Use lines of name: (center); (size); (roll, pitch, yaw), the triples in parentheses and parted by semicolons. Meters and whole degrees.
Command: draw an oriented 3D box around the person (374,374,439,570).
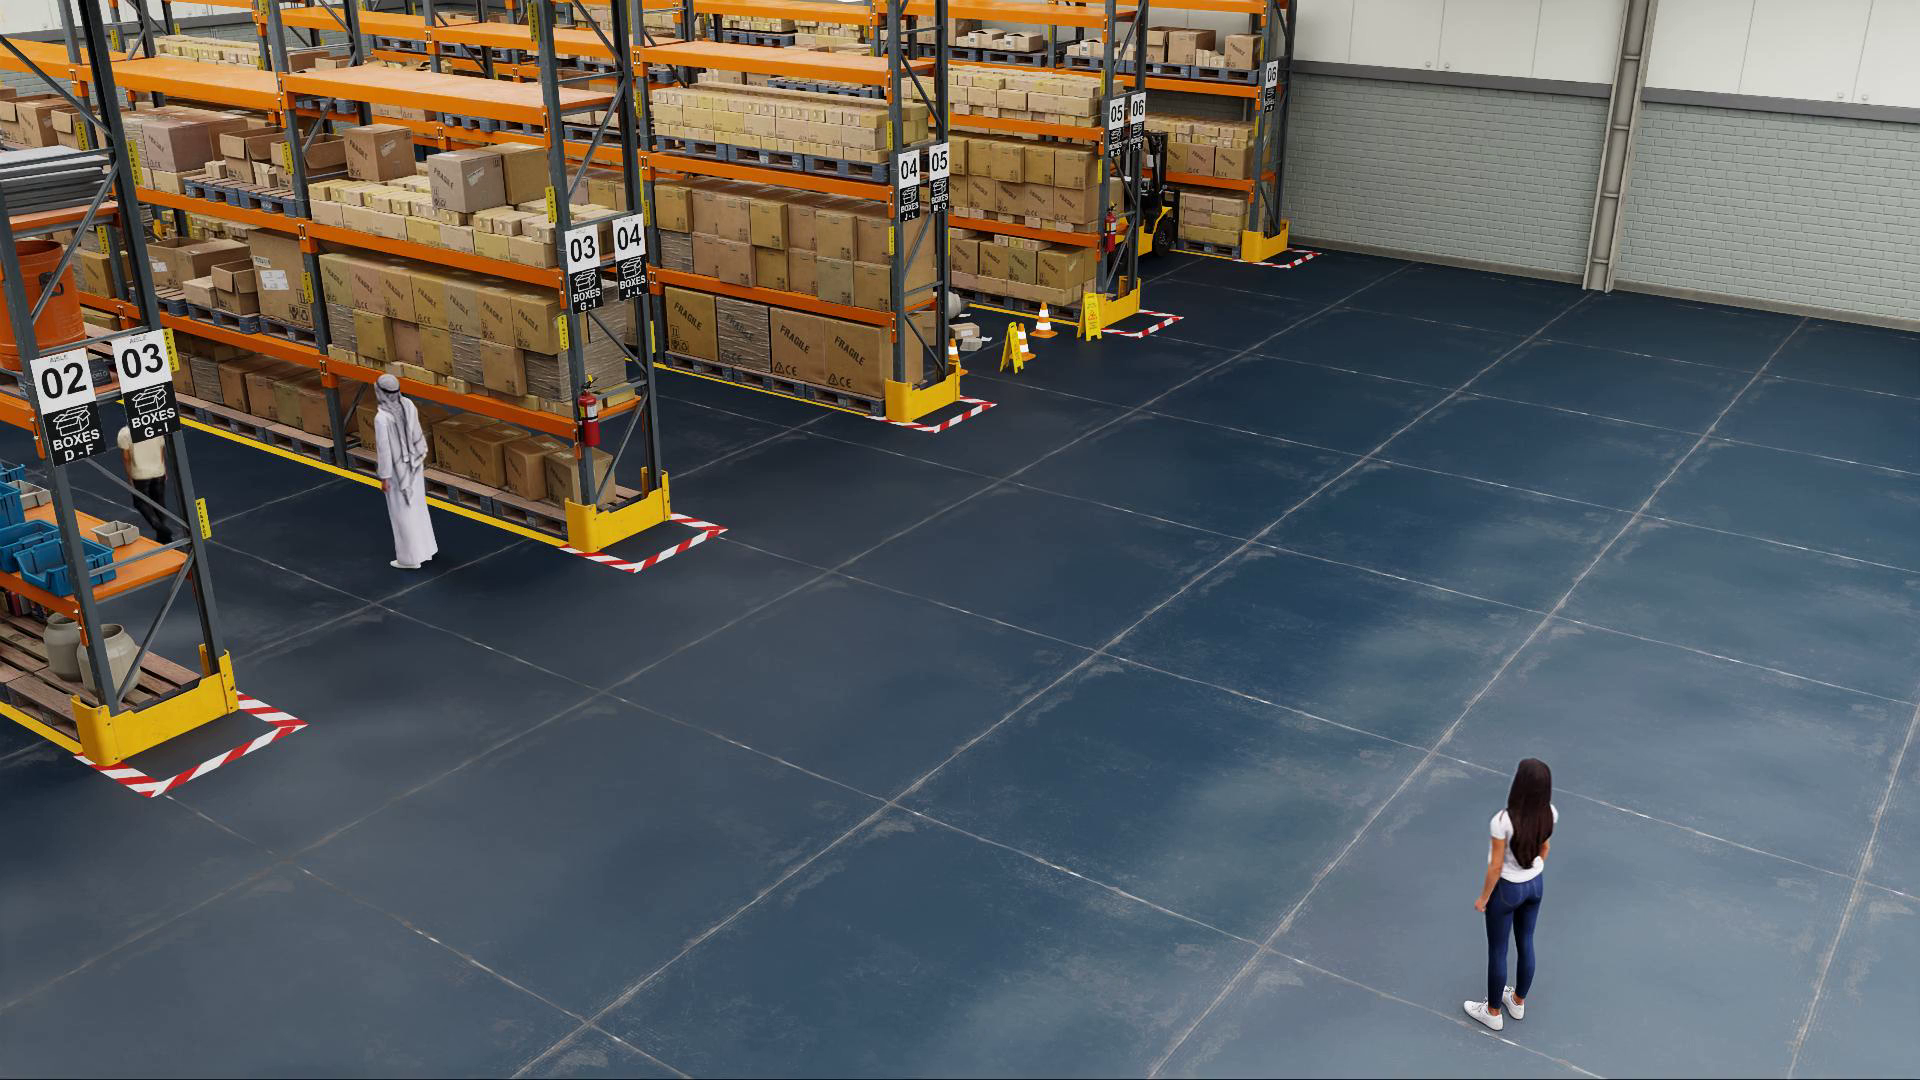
person: (-5.322, -0.661, 15.870); (0.715, 1.926, 0.756); (10, 25, 21)

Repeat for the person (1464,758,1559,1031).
person: (3.239, 2.053, 9.680); (0.669, 1.774, 0.683); (-9, 25, -21)

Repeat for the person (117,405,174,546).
person: (-7.894, -0.617, 16.217); (0.842, 1.573, 0.652); (20, 30, 39)
